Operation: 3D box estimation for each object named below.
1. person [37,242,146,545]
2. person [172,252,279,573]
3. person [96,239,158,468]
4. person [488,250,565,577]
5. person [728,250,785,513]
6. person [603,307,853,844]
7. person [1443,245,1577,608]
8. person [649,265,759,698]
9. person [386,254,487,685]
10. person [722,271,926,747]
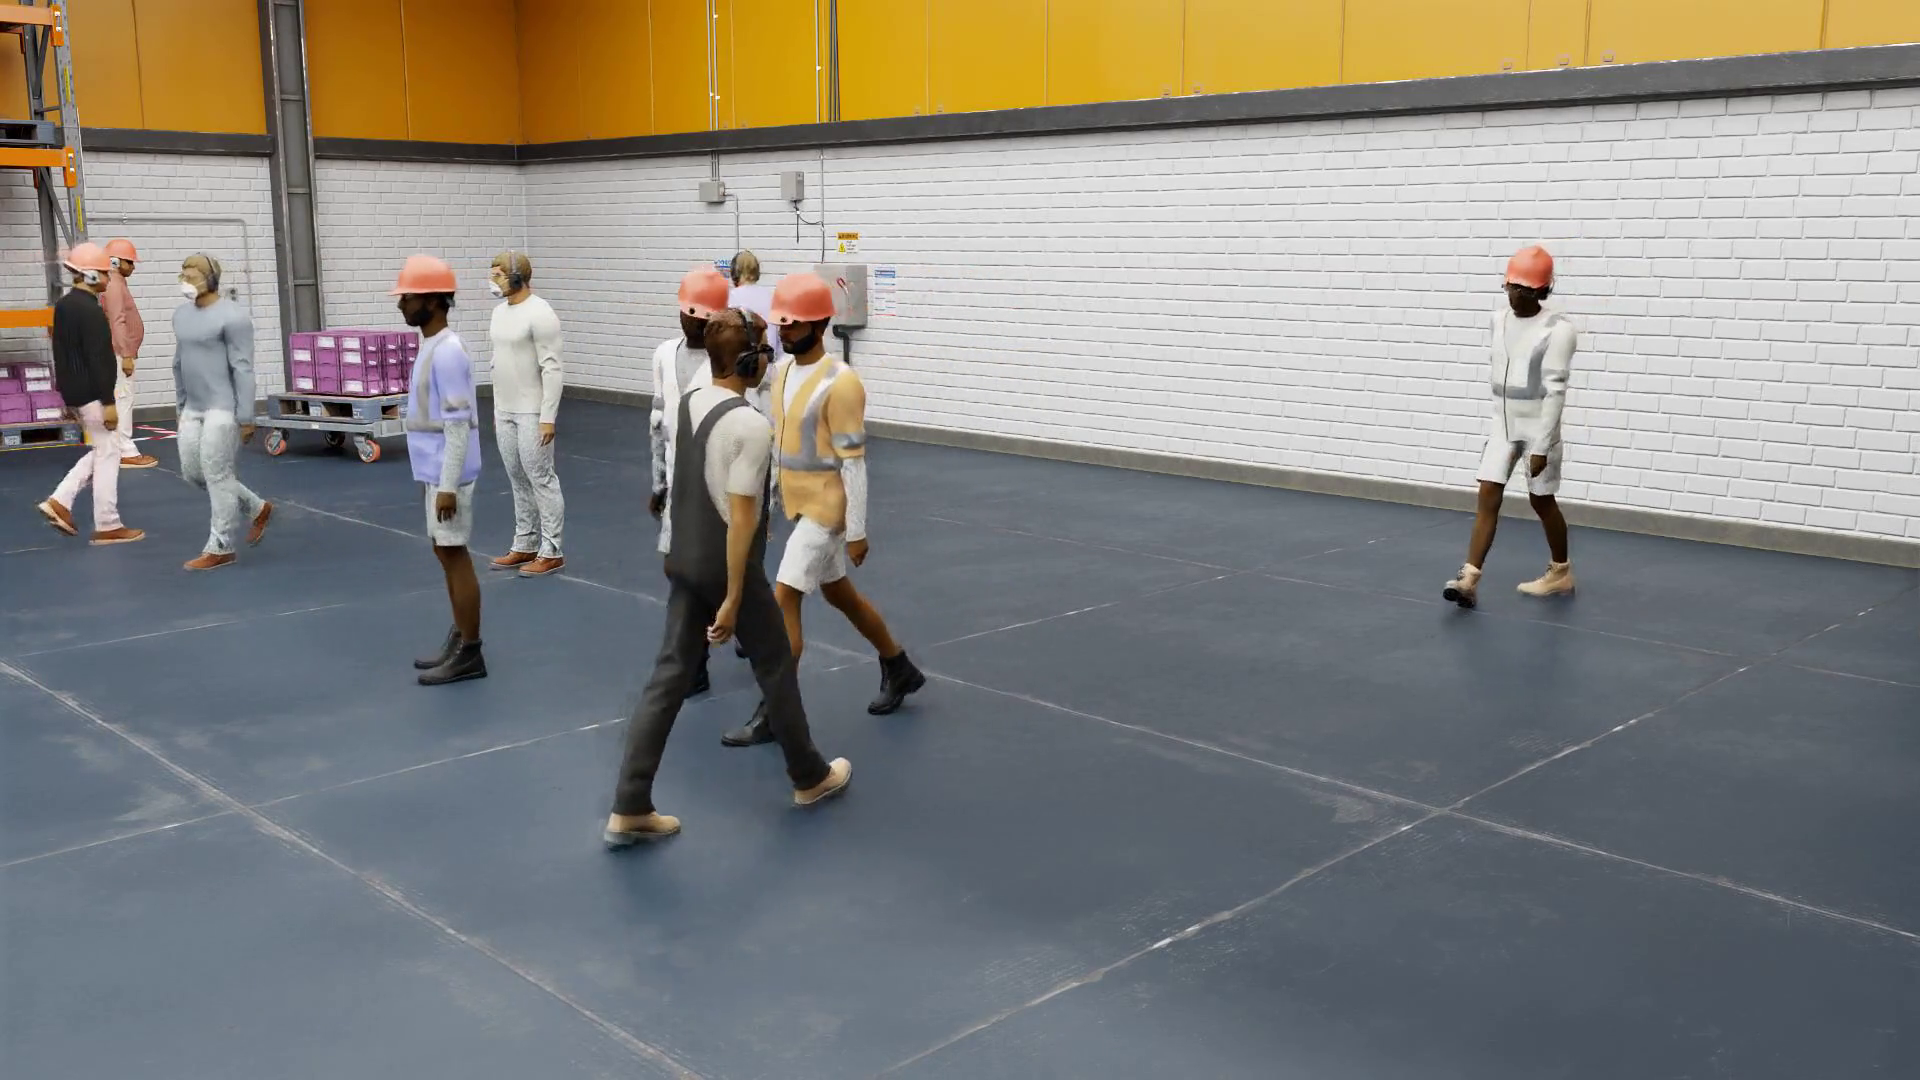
[{"bbox_3d":[-5.673,-0.935,10.808,0.641,1.973,0.523,10,14,43],"label":"person"},{"bbox_3d":[-4.509,-0.787,10.153,0.642,1.927,0.647,6,12,31],"label":"person"},{"bbox_3d":[-7.312,-1.626,14.563,0.393,1.985,0.611,-6,12,-30],"label":"person"},{"bbox_3d":[-2.592,-0.749,9.913,0.352,1.936,0.635,-10,14,-44],"label":"person"},{"bbox_3d":[-1.595,-1.171,12.289,0.648,1.903,0.856,-9,14,-41],"label":"person"},{"bbox_3d":[-0.802,0.118,5.615,0.512,1.795,0.998,9,14,39],"label":"person"},{"bbox_3d":[3.024,-0.600,9.026,1.031,1.960,0.682,-6,12,-29],"label":"person"},{"bbox_3d":[-1.093,-0.269,7.382,0.562,1.903,0.671,7,13,34],"label":"person"},{"bbox_3d":[-2.365,-0.314,7.541,0.368,1.937,0.548,-4,11,-23],"label":"person"},{"bbox_3d":[-0.519,-0.140,6.756,0.972,1.890,0.554,-6,12,-30],"label":"person"}]
